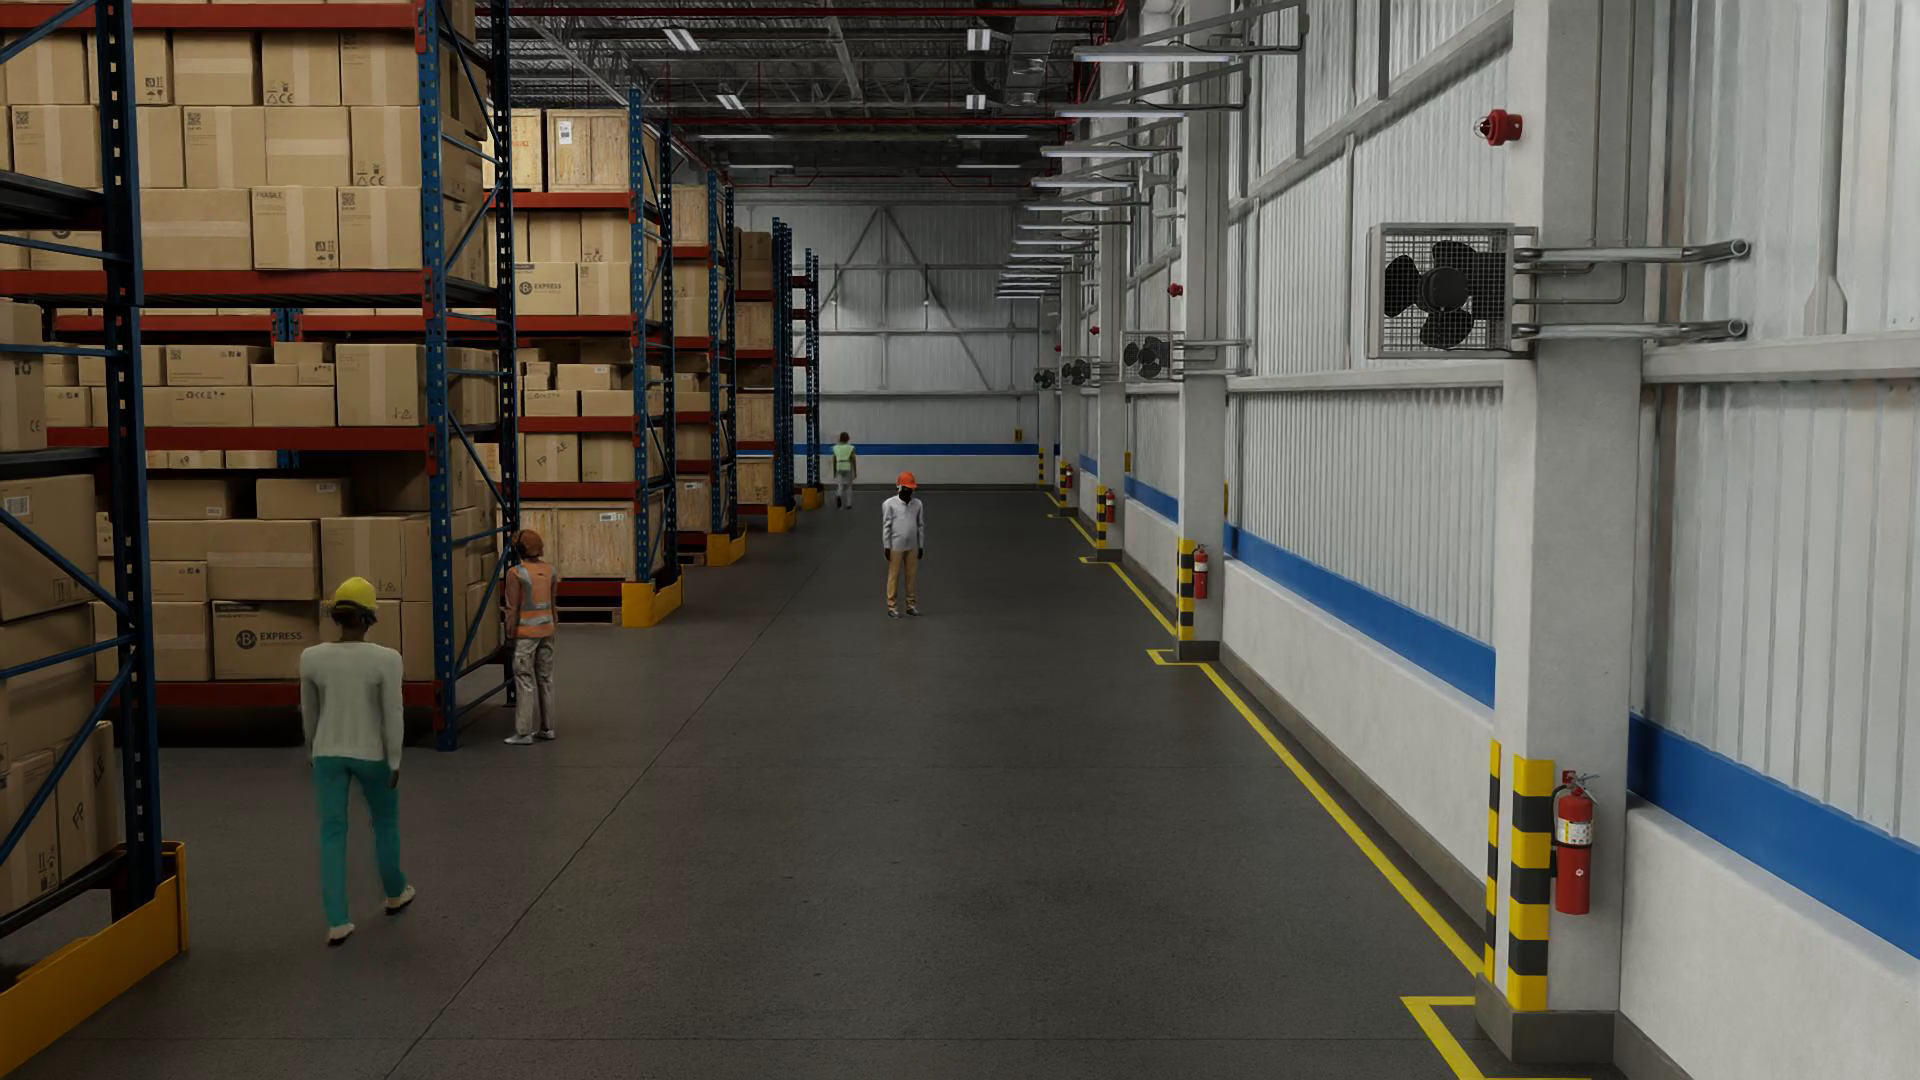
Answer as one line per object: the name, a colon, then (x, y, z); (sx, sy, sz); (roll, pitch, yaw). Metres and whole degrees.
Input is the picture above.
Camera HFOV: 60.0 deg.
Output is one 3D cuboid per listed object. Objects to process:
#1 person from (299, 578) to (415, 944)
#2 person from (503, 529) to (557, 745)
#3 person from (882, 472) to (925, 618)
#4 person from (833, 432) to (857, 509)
person: (-2.973, 1.052, 8.226); (0.535, 1.732, 0.817); (0, 5, -4)
person: (-3.242, 0.731, 12.595); (0.321, 1.631, 0.526); (3, 6, 28)
person: (-0.656, 0.057, 19.796); (0.563, 1.743, 0.350); (-3, 6, -31)
person: (-2.694, -1.620, 38.859); (0.588, 1.822, 0.472); (1, 5, 12)
